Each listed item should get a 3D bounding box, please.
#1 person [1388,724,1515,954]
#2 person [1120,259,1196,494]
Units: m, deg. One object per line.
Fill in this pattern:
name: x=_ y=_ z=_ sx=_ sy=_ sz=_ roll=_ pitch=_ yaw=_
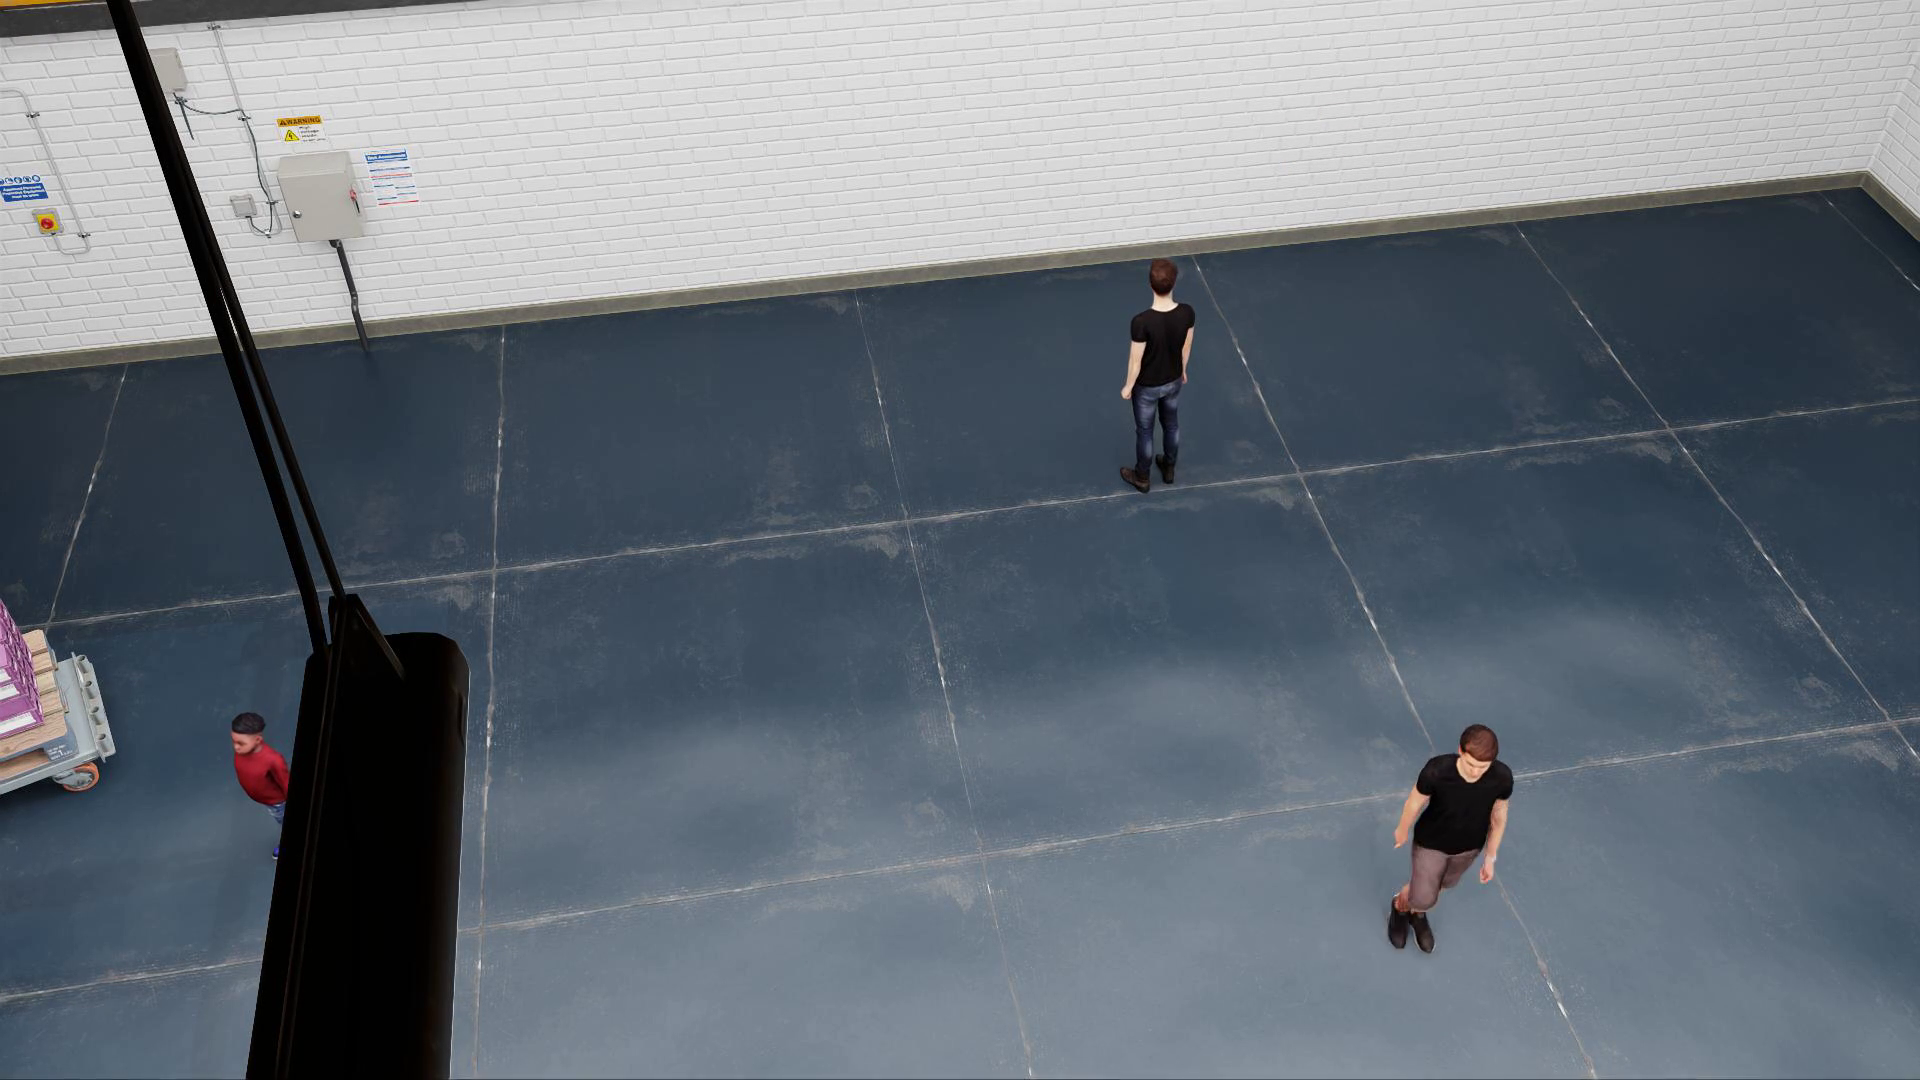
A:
person: x=2.645 y=1.542 z=9.054 sx=0.682 sy=1.846 sz=0.680 roll=-1 pitch=44 yaw=-1
person: x=1.414 y=-1.144 z=11.836 sx=0.709 sy=1.896 sz=0.642 roll=-16 pitch=46 yaw=-16
